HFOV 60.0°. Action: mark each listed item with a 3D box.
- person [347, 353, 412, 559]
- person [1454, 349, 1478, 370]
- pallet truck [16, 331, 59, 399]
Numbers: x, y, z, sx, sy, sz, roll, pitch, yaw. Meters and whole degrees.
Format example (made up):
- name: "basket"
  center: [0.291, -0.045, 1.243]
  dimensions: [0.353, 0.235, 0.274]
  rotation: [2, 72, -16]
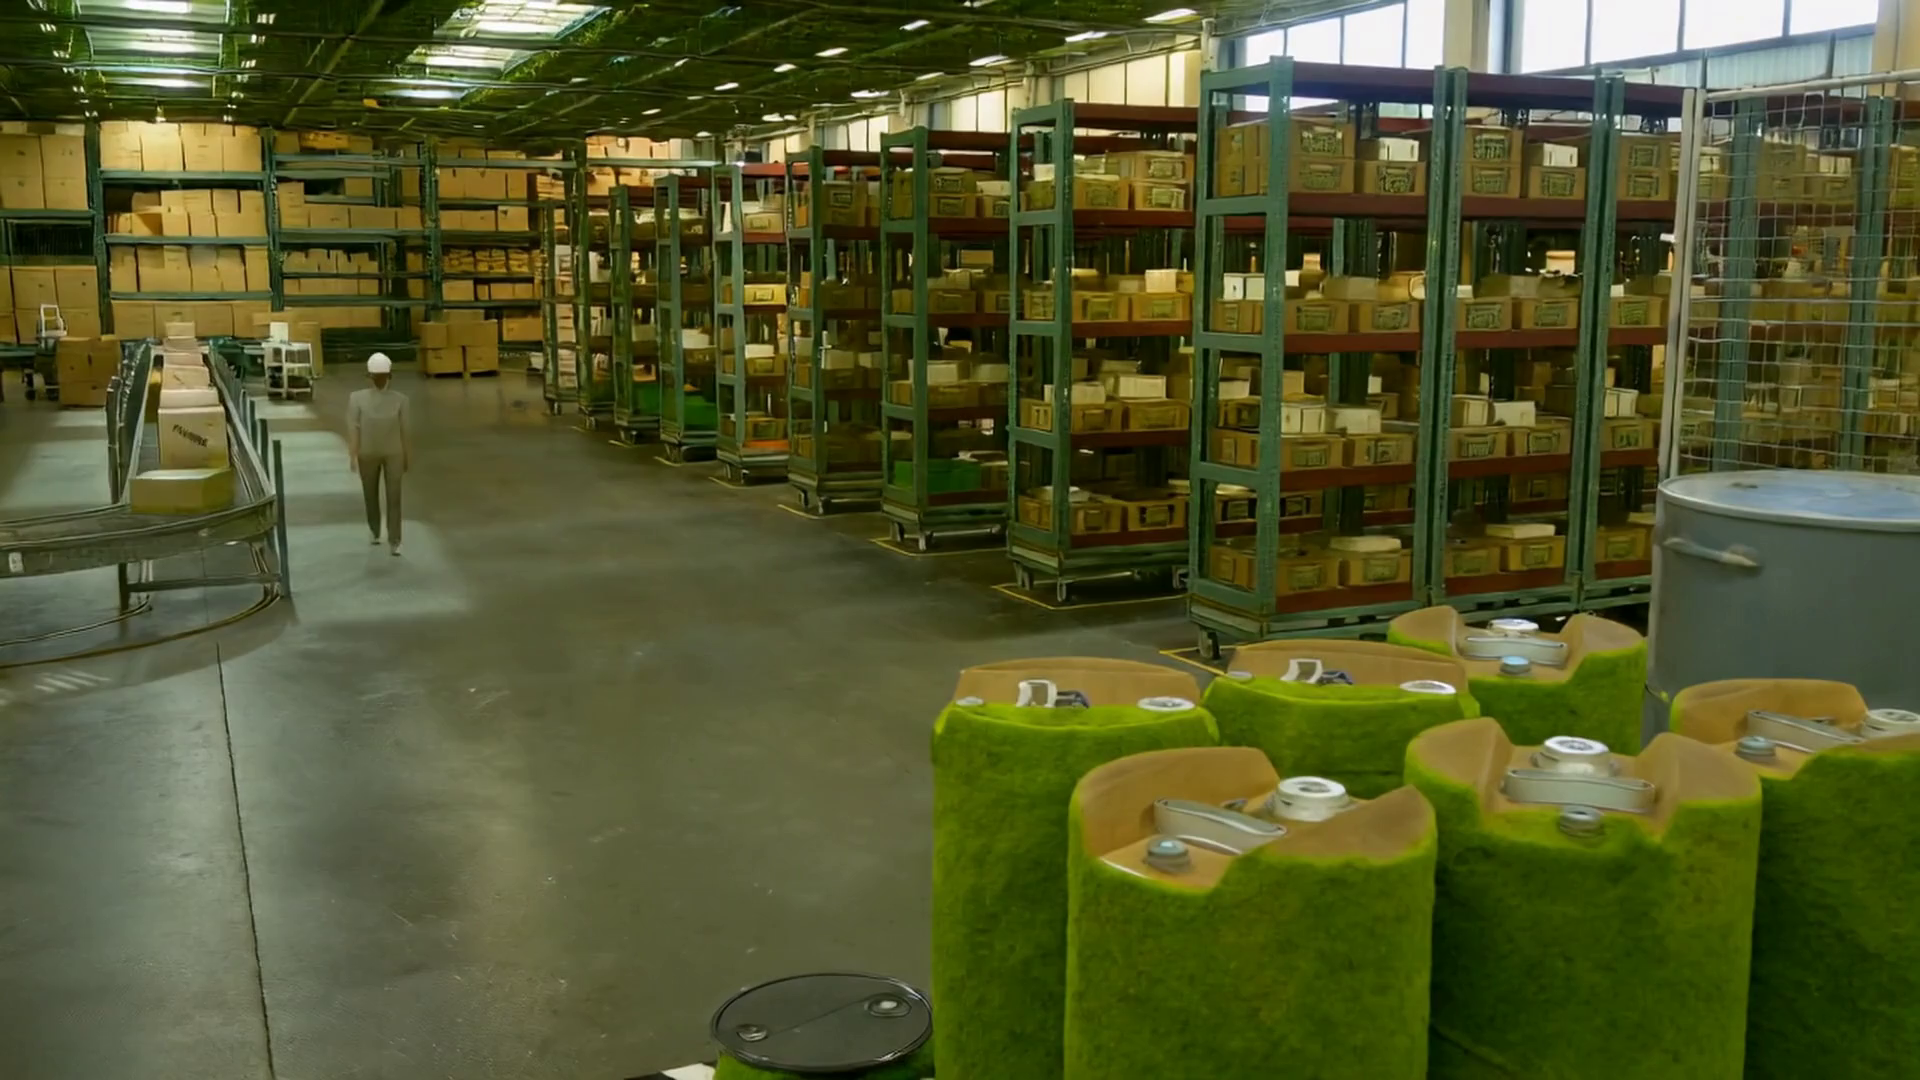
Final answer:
- name: "person"
  center: [-4.964, -0.743, 14.251]
  dimensions: [0.518, 1.733, 0.864]
  rotation: [-4, 10, -21]
- name: "person"
  center: [5.619, -1.593, 18.880]
  dimensions: [0.631, 1.933, 1.037]
  rotation: [0, 9, -3]
- name: "pallet truck"
  center: [-17.082, -3.353, 31.781]
  dimensions: [1.630, 1.274, 0.653]
  rotation: [-4, 10, -25]
